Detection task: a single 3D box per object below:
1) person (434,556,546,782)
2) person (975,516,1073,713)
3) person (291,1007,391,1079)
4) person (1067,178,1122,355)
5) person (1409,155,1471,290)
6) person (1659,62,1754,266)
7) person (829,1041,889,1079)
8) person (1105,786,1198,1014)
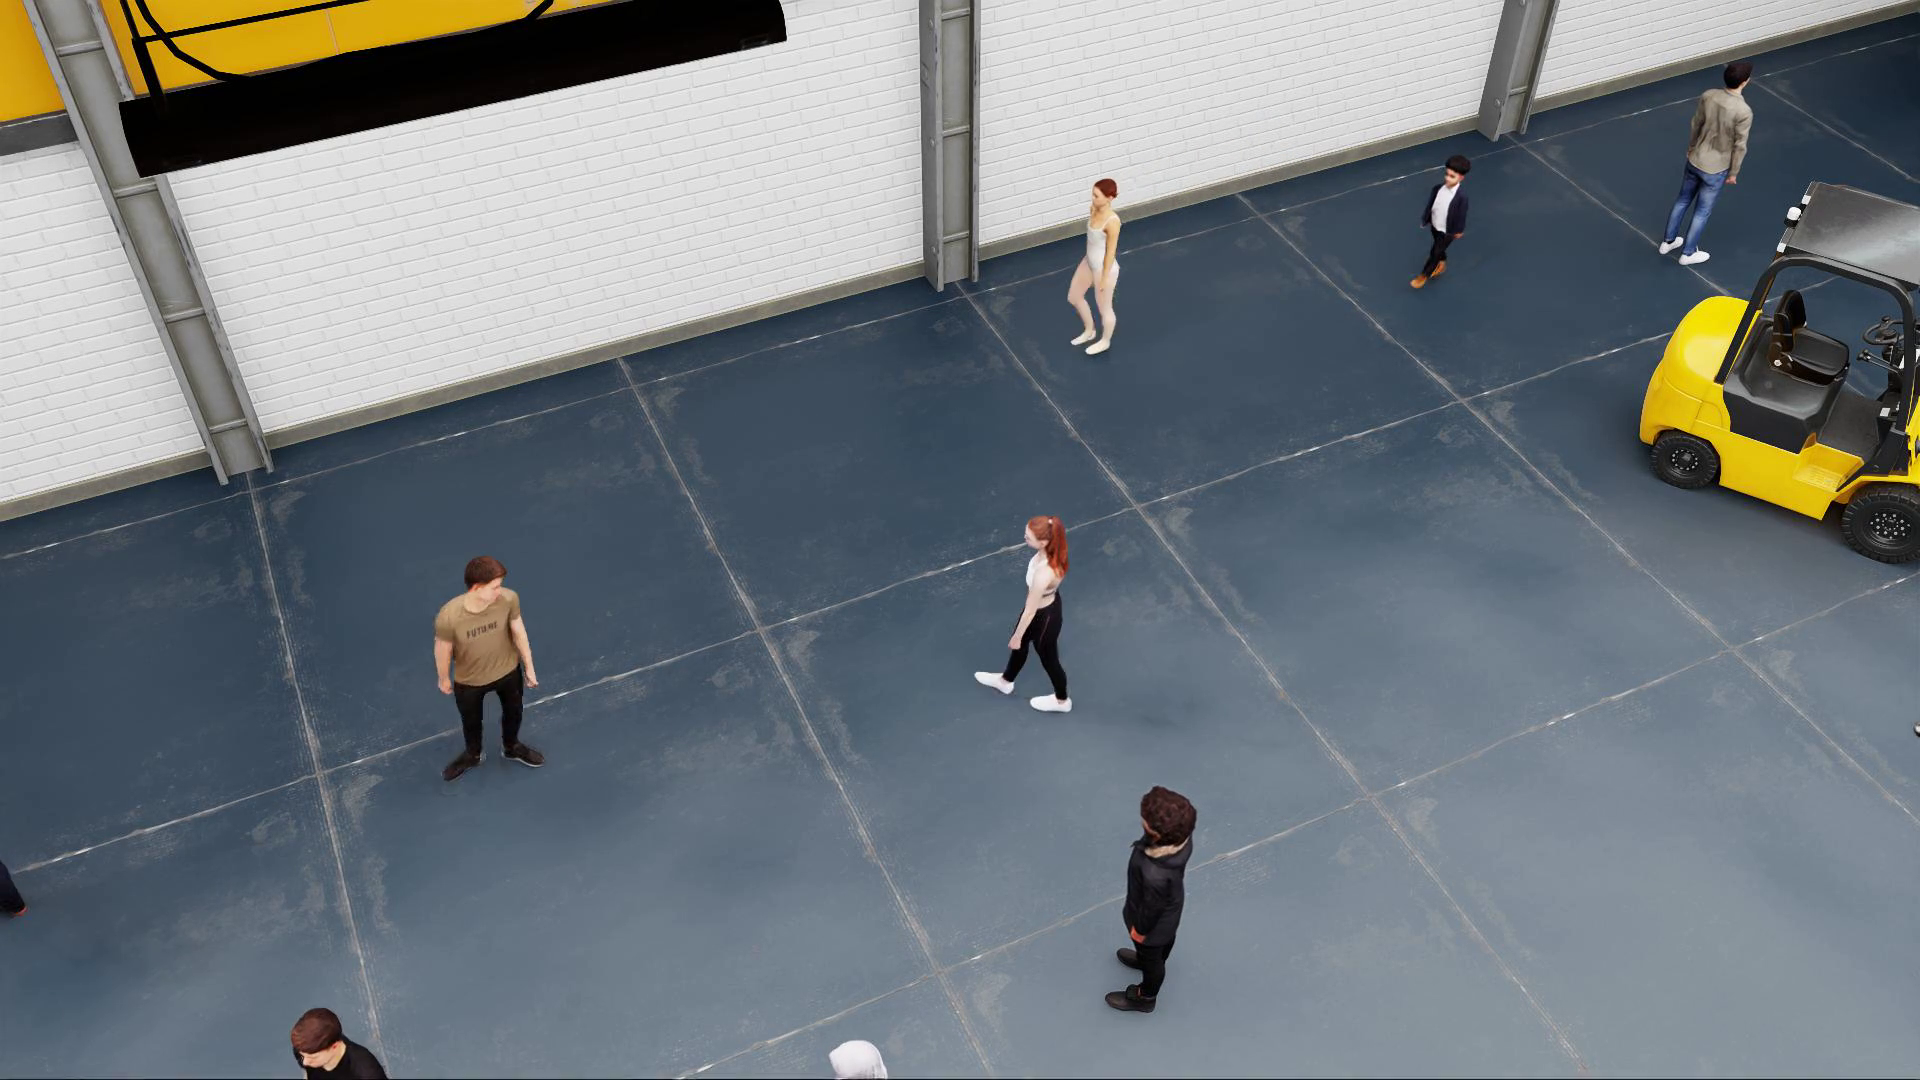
[{"bbox_3d":[-2.928,0.786,10.086,0.544,1.816,0.950,-12,45,-12],"label":"person"},{"bbox_3d":[0.606,0.500,10.448,1.014,1.730,0.908,9,44,9],"label":"person"},{"bbox_3d":[-2.841,2.767,7.974,0.759,1.861,0.803,17,46,17],"label":"person"},{"bbox_3d":[1.193,-2.206,13.358,0.566,1.634,0.581,-19,47,-19],"label":"person"},{"bbox_3d":[4.185,-2.748,14.239,0.825,1.204,0.607,-28,50,-26],"label":"person"},{"bbox_3d":[6.417,-3.230,14.266,0.611,1.865,0.721,-22,48,-22],"label":"person"},{"bbox_3d":[-0.441,2.877,7.919,0.671,1.777,0.683,0,44,0],"label":"person"},{"bbox_3d":[1.058,1.936,8.905,0.784,1.780,0.721,15,46,15],"label":"person"}]
